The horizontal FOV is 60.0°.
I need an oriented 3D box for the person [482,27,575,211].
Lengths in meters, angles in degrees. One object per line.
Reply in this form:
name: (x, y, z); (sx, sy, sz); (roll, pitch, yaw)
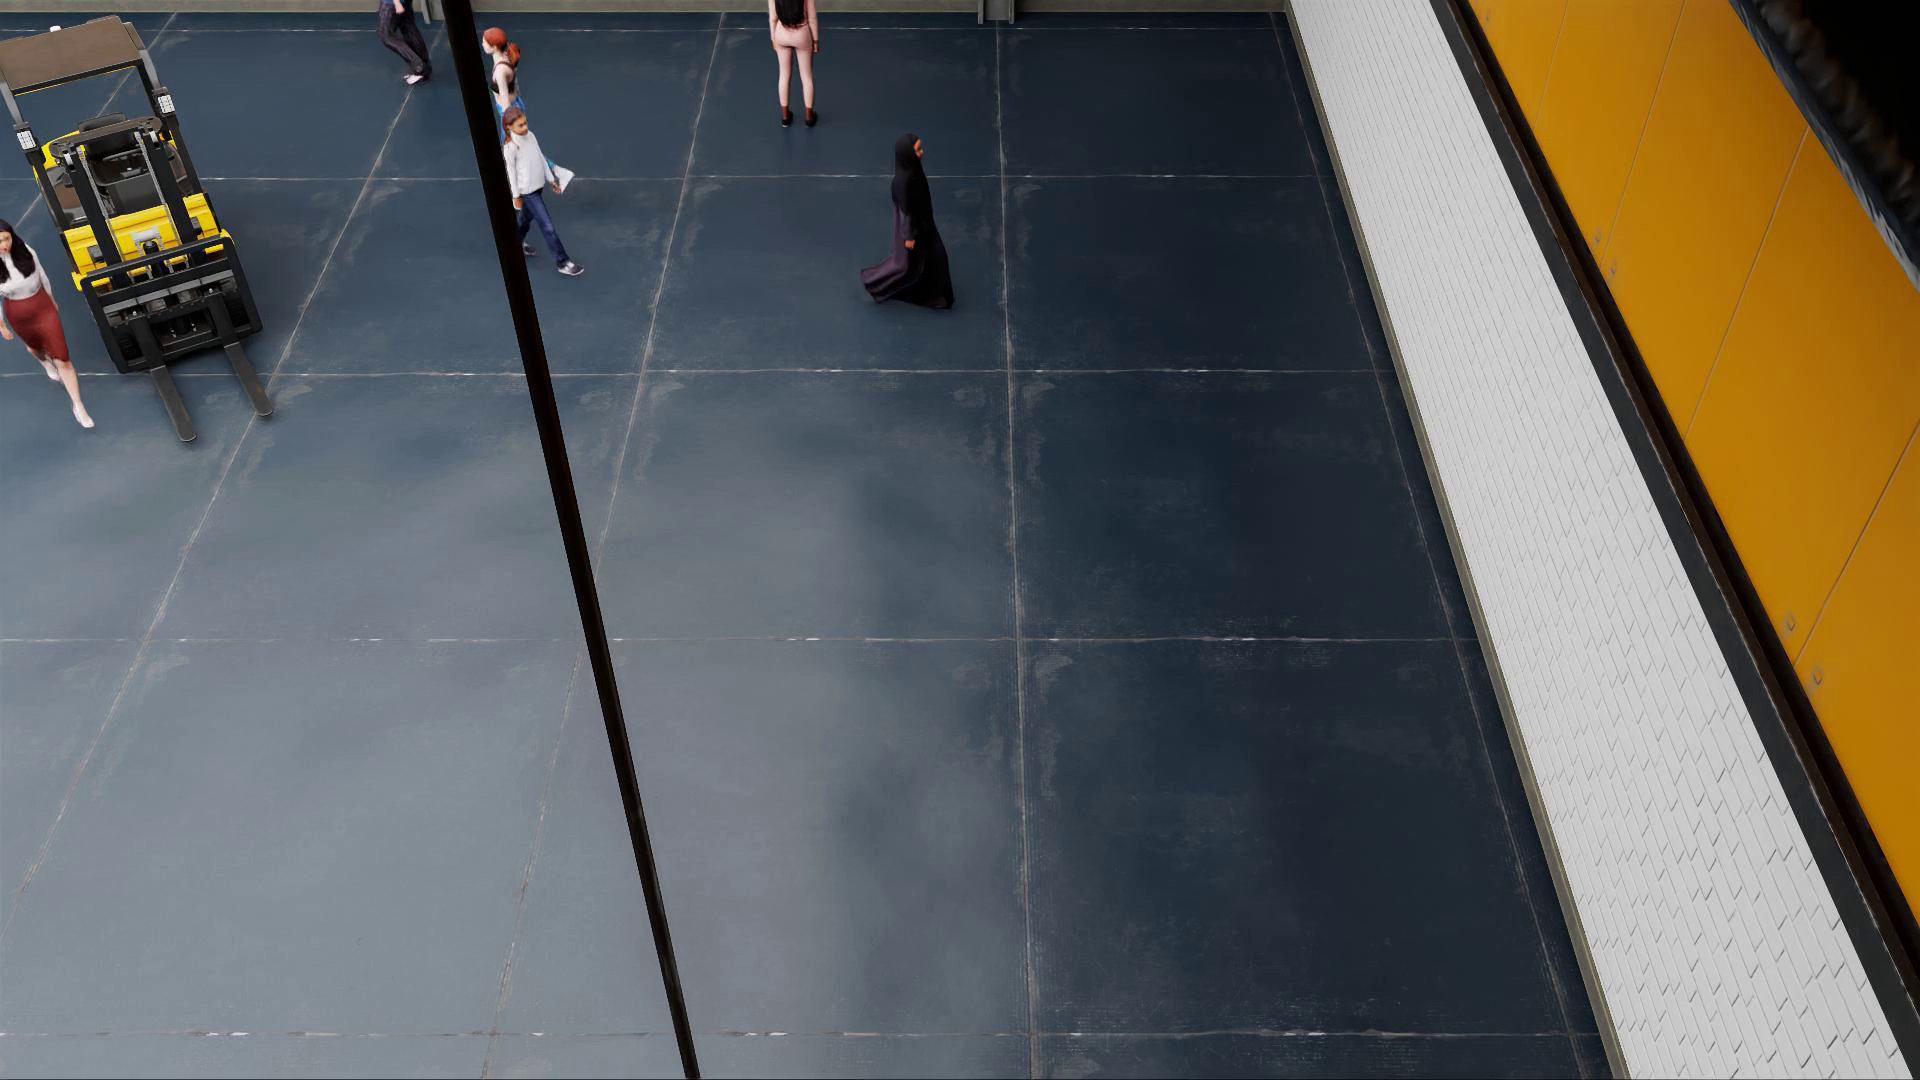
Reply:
person: (-3.881, -3.711, 14.762); (0.909, 1.774, 0.553); (0, 44, 0)

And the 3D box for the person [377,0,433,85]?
person: (-5.500, -5.399, 16.472); (0.656, 1.857, 0.679); (-3, 44, -3)

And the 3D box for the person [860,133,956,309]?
person: (-0.464, -2.614, 13.742); (1.118, 1.592, 0.821); (13, 45, 13)

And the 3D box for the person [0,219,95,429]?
person: (-7.117, -1.719, 12.724); (1.151, 1.700, 1.143); (-28, 50, -26)

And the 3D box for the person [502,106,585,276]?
person: (-3.736, -3.021, 14.221); (1.127, 1.520, 0.819); (17, 46, 17)

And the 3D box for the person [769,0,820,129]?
person: (-1.587, -4.774, 15.918); (0.487, 1.718, 0.695); (4, 44, 5)
